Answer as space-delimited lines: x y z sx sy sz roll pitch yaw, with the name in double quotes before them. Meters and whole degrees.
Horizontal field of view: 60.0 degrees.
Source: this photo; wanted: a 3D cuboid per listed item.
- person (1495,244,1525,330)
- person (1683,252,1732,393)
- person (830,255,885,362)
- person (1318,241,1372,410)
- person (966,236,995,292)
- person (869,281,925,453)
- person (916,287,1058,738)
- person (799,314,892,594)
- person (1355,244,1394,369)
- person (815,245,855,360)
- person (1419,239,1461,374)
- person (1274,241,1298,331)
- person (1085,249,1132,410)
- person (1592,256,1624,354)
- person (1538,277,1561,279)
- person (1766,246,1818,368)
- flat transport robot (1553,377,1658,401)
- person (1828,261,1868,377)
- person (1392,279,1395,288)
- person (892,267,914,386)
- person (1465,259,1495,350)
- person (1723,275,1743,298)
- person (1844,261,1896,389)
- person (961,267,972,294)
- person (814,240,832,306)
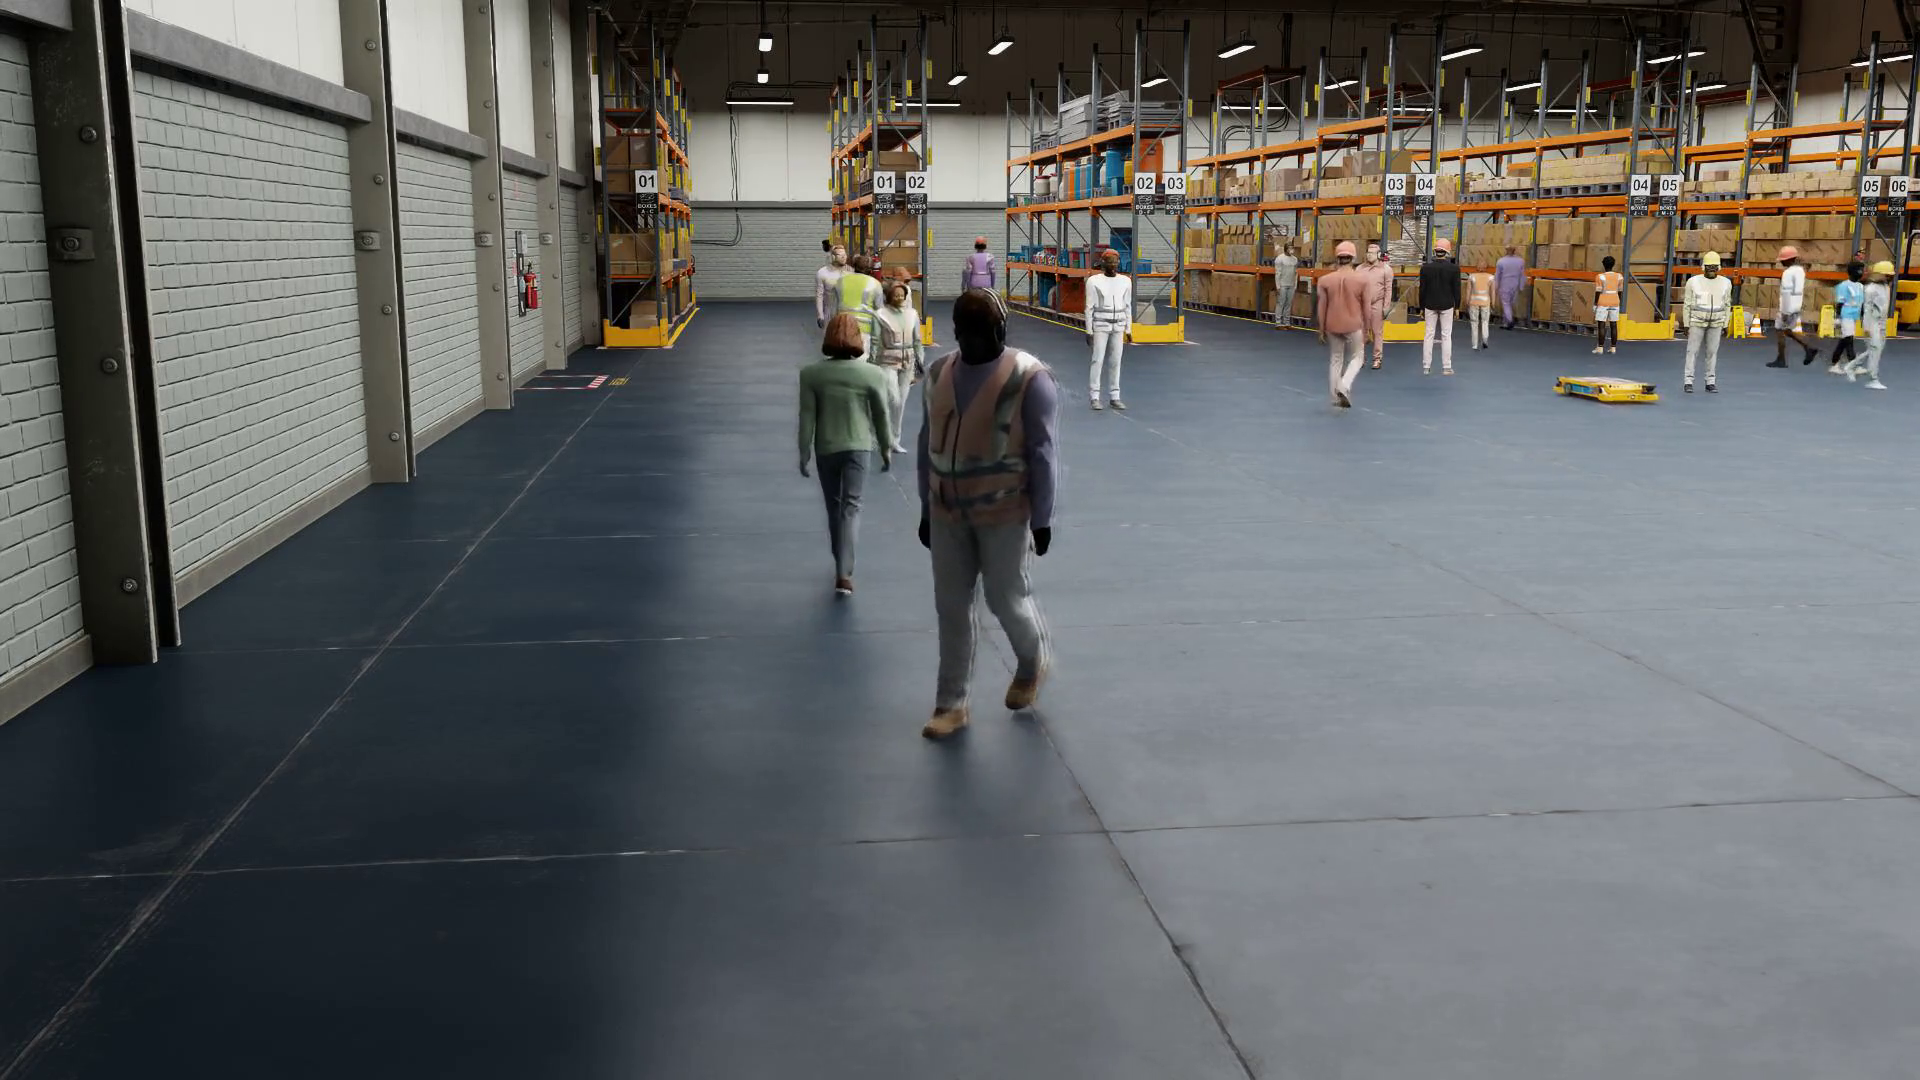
"person" 12.001 -5.527 36.347 0.651 1.881 0.857 -1 10 -7
"person" 9.739 -2.835 21.704 0.587 1.833 0.404 1 10 8
"person" -1.220 -2.497 19.937 0.645 1.801 0.689 4 11 22
"person" 4.477 -2.485 19.389 0.635 1.974 0.480 6 12 29
"person" 0.445 -5.430 35.357 0.614 2.040 0.391 0 10 2
"person" -0.586 -1.604 15.546 0.511 1.622 0.397 -8 13 -36
"person" 0.114 -0.125 6.875 0.640 1.831 0.660 6 12 31
"person" -0.661 -0.508 9.626 0.521 1.583 0.872 1 10 4
"person" 6.305 -3.582 25.585 0.643 1.913 0.410 7 13 35
"person" -1.670 -3.105 22.972 0.643 1.913 0.408 -3 11 -18
"person" 7.089 -3.440 24.581 0.612 1.995 0.378 5 11 25
"person" 7.054 -5.484 35.977 0.625 1.933 0.369 -6 12 -32
"person" 1.749 -2.472 19.571 0.584 1.882 0.337 -3 11 -17
"person" 11.203 -4.056 28.787 0.532 1.692 0.320 -2 11 -11
"person" 14.220 -6.243 40.098 0.550 1.935 0.376 2 11 13
"person" 12.856 -3.583 25.634 0.567 1.892 0.668 -7 13 -34
"flat transport robot" 8.107 -1.911 20.924 0.652 0.197 1.431 -1 10 -6
"person" 13.004 -3.207 24.166 0.551 1.664 0.707 -7 13 -35
"person" 10.716 -6.498 41.882 0.517 1.810 0.932 1 10 8
"person" -0.773 -2.902 22.654 0.295 1.624 0.507 1 10 5
"person" 9.362 -4.237 29.974 0.516 1.625 0.375 2 11 10
"person" 20.909 -7.114 44.936 0.583 1.919 0.388 -2 10 -10
"person" 12.209 -2.882 22.305 0.529 1.708 0.600 -7 13 -35
"person" 0.287 -5.702 37.990 0.530 1.614 0.454 -2 11 -12
"person" -3.810 -7.604 47.541 0.778 1.931 0.655 -2 11 -10
